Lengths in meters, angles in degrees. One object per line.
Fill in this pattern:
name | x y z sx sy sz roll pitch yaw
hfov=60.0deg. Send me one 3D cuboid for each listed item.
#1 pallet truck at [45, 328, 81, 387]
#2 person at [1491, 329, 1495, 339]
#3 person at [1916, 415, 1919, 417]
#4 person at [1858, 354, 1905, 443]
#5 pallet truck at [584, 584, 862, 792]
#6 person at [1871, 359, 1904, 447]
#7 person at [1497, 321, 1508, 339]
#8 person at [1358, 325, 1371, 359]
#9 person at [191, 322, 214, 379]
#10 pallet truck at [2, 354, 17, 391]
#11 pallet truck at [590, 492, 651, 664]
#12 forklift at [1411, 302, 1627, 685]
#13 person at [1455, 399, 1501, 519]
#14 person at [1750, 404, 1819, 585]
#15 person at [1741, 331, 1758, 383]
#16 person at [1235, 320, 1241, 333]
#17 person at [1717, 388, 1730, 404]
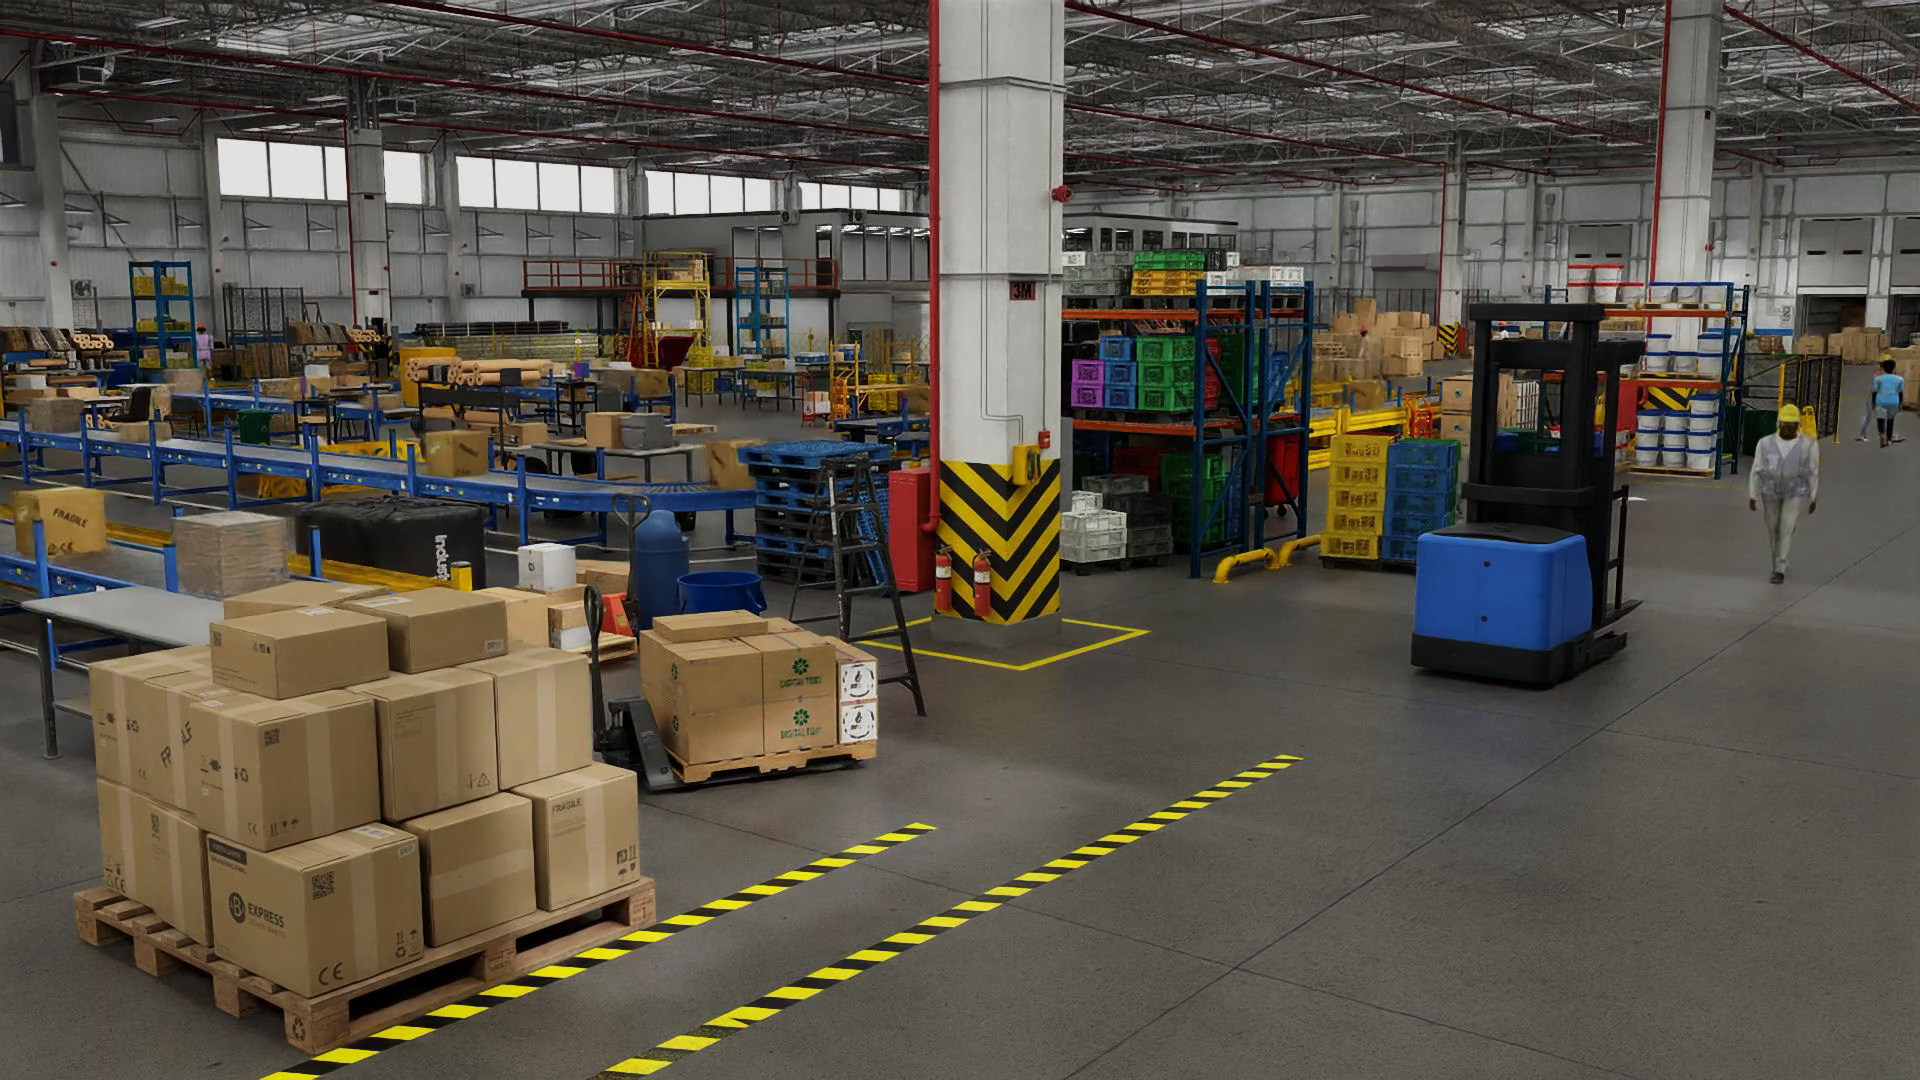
pallet truck | -23.775 -4.544 43.495 1.885 1.965 0.823 6 10 35
person | 13.765 -4.546 43.514 0.376 1.995 0.609 1 9 10
person | 22.703 -3.774 38.802 0.485 1.851 0.535 3 9 19
person | 17.880 -2.737 32.246 0.533 1.715 0.899 -3 9 -22
pallet truck | -1.426 0.805 10.019 1.601 1.201 0.680 -4 9 -26
person | 17.413 -2.558 31.215 0.532 1.675 0.697 3 9 18
person | 18.904 -6.661 58.019 0.395 1.929 0.549 5 10 31
person | 12.401 -5.680 51.476 0.930 1.896 0.574 4 9 23
person | -22.254 -5.361 48.883 0.625 2.042 0.429 -6 11 -37
pallet truck | -24.881 -4.417 42.634 1.885 1.965 0.823 8 11 41
pallet truck | -3.115 0.344 12.883 0.653 1.274 1.630 7 11 37
forklift | 4.379 -0.438 12.852 1.129 2.768 1.873 7 11 37
person | 6.581 -1.023 21.084 0.692 1.602 0.507 -3 9 -17
person | 8.325 -0.484 16.815 0.601 1.792 0.934 6 10 35
person | 25.480 -5.915 53.780 0.782 1.694 0.516 -3 9 -22
person | 14.404 -10.863 86.417 0.600 1.893 0.715 -7 11 -39
person | 16.399 -3.264 35.910 0.545 1.674 0.501 -3 9 -17
